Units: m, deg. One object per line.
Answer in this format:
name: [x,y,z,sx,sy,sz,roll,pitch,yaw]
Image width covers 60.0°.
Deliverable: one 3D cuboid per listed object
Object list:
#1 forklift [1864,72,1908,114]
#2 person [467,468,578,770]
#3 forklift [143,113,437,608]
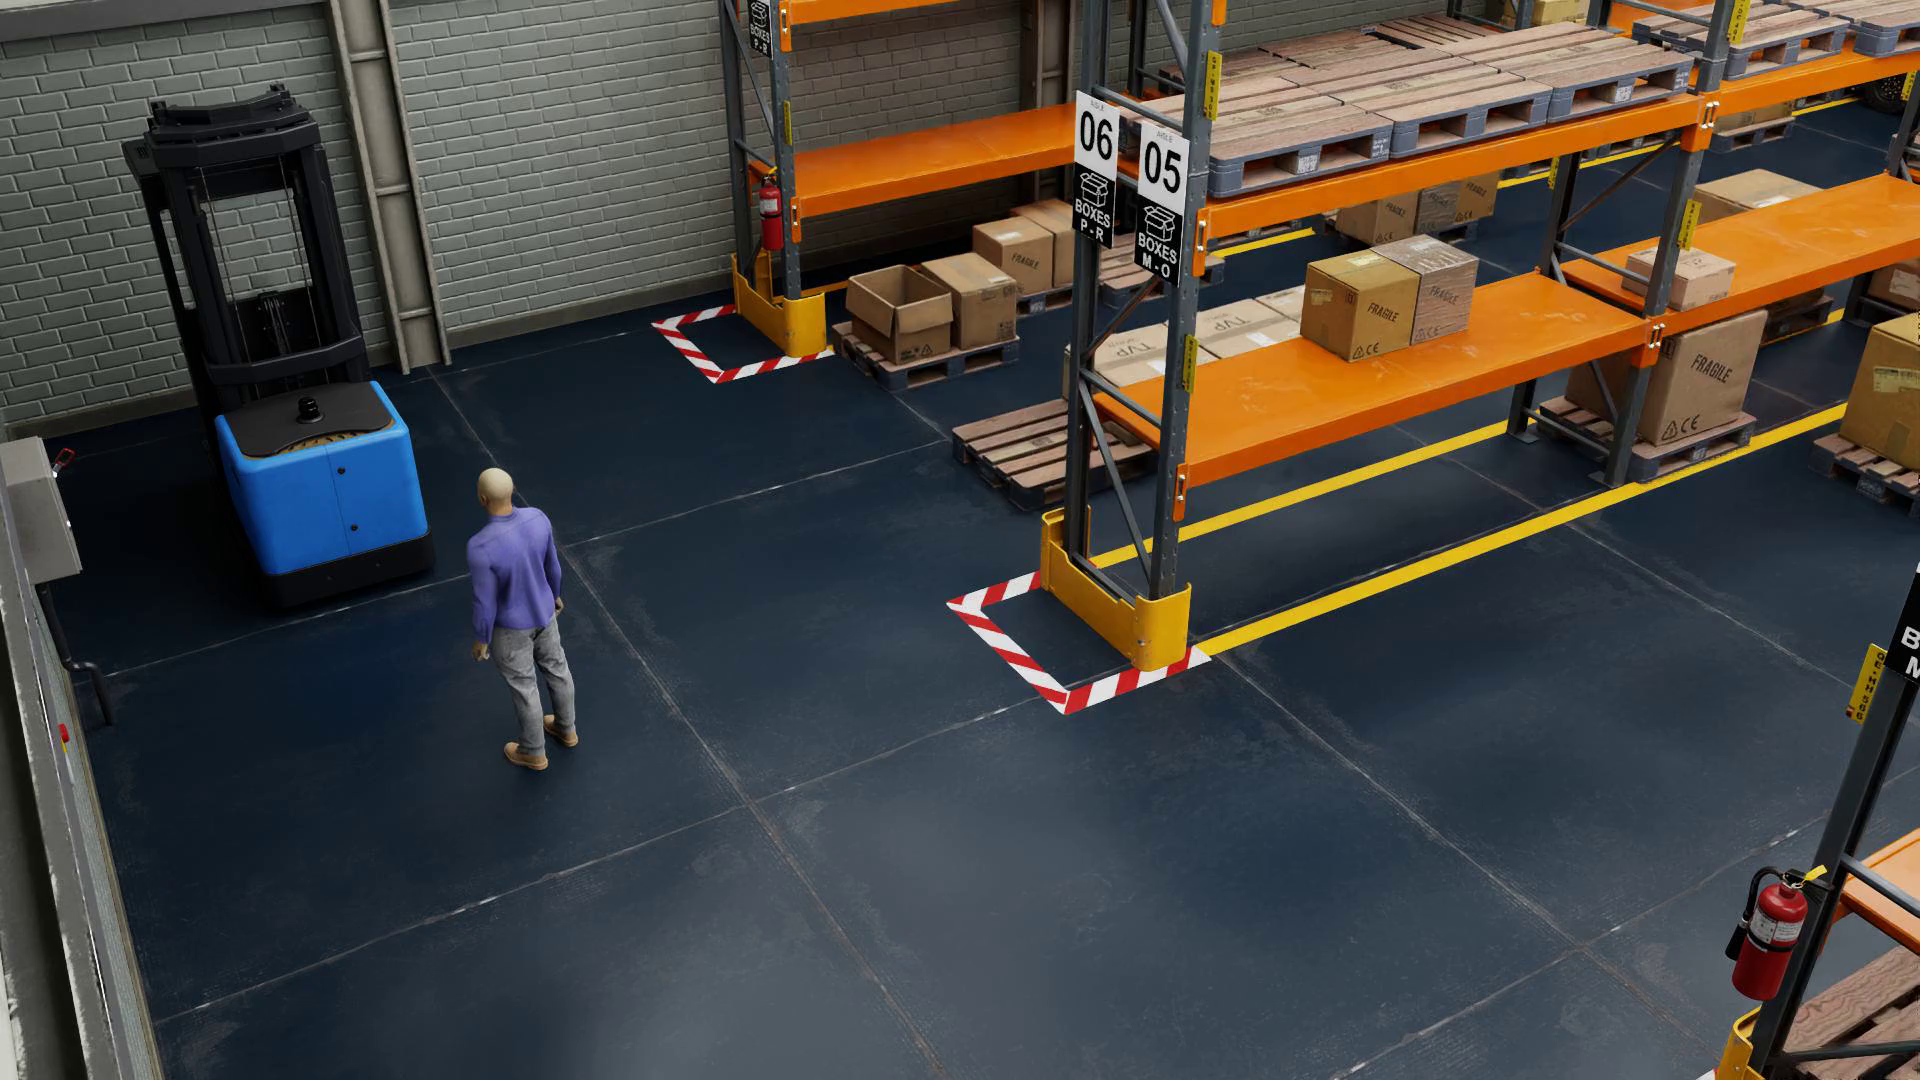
forklift: [11.468,-5.645,18.244,1.214,2.155,2.313,-17,36,-26]
person: [-2.312,0.429,8.794,0.400,1.800,0.596,22,38,31]
forklift: [-4.289,-1.259,10.509,1.129,2.768,1.873,-17,36,-26]
